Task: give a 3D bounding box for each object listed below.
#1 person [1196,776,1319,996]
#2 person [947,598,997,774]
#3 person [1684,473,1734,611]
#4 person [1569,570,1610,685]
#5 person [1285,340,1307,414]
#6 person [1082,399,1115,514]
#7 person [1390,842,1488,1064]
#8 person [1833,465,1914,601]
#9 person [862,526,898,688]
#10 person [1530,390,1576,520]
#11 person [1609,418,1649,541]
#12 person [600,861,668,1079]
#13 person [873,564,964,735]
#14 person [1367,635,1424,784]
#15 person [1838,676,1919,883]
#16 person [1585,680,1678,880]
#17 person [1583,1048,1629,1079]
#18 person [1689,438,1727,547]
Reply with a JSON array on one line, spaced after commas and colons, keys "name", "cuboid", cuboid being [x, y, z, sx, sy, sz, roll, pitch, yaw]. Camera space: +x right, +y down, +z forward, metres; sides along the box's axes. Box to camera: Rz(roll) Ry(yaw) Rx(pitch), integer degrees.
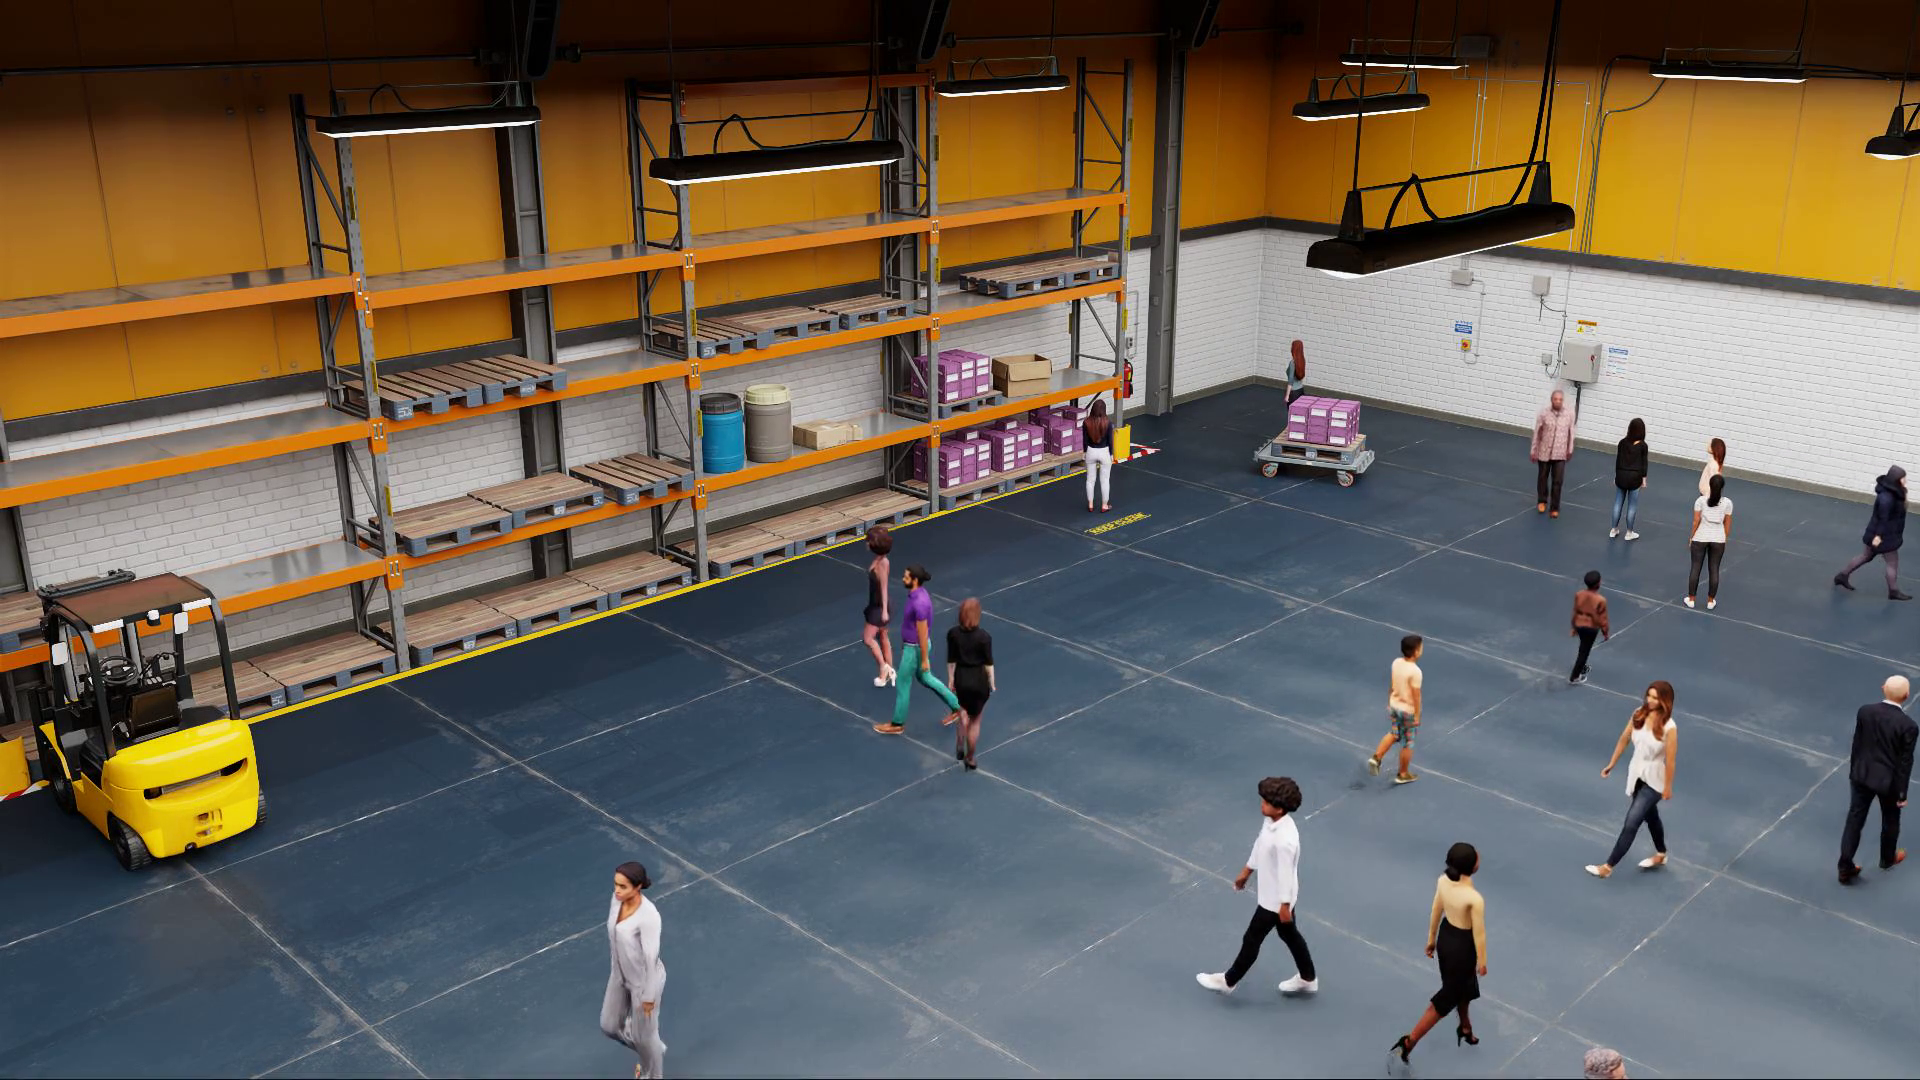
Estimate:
[{"name": "person", "cuboid": [2.352, 2.527, 11.935, 1.161, 1.757, 1.139, 1, 19, 4]}, {"name": "person", "cuboid": [0.062, 1.381, 15.439, 0.665, 1.692, 0.674, 10, 21, 27]}, {"name": "person", "cuboid": [8.827, 0.006, 19.595, 0.653, 1.647, 0.673, 5, 19, 16]}, {"name": "person", "cuboid": [6.550, 0.936, 17.472, 0.712, 1.240, 0.605, -11, 22, -30]}, {"name": "person", "cuboid": [5.297, -2.306, 26.308, 0.645, 1.743, 0.474, 16, 25, 40]}, {"name": "person", "cuboid": [1.927, -1.179, 23.176, 0.676, 1.607, 0.676, 5, 19, 15]}, {"name": "person", "cuboid": [3.290, 2.834, 11.235, 1.089, 1.623, 0.805, -8, 20, -22]}, {"name": "person", "cuboid": [10.948, -0.092, 19.900, 0.903, 1.637, 1.103, 11, 21, 29]}, {"name": "person", "cuboid": [-0.741, 0.713, 17.290, 0.769, 1.778, 0.719, -3, 19, -8]}, {"name": "person", "cuboid": [8.186, -1.211, 23.020, 1.035, 1.768, 1.211, 5, 19, 15]}, {"name": "person", "cuboid": [8.881, -0.824, 22.060, 0.580, 1.645, 0.518, 16, 24, 39]}, {"name": "person", "cuboid": [-2.073, 2.864, 10.991, 0.654, 1.722, 0.674, 17, 25, 40]}, {"name": "person", "cuboid": [-0.323, 1.081, 16.266, 1.240, 1.735, 1.122, -1, 19, -4]}, {"name": "person", "cuboid": [4.019, 1.568, 15.264, 0.805, 1.450, 0.641, -11, 22, -30]}, {"name": "person", "cuboid": [7.415, 1.981, 13.532, 1.050, 1.773, 0.827, -13, 22, -33]}, {"name": "person", "cuboid": [5.701, 1.971, 13.626, 1.192, 1.733, 0.931, -6, 19, -17]}, {"name": "person", "cuboid": [3.340, 3.510, 8.901, 0.834, 1.830, 0.708, 5, 19, 13]}, {"name": "person", "cuboid": [9.769, -0.616, 21.695, 0.695, 1.484, 0.564, 8, 20, 23]}]
